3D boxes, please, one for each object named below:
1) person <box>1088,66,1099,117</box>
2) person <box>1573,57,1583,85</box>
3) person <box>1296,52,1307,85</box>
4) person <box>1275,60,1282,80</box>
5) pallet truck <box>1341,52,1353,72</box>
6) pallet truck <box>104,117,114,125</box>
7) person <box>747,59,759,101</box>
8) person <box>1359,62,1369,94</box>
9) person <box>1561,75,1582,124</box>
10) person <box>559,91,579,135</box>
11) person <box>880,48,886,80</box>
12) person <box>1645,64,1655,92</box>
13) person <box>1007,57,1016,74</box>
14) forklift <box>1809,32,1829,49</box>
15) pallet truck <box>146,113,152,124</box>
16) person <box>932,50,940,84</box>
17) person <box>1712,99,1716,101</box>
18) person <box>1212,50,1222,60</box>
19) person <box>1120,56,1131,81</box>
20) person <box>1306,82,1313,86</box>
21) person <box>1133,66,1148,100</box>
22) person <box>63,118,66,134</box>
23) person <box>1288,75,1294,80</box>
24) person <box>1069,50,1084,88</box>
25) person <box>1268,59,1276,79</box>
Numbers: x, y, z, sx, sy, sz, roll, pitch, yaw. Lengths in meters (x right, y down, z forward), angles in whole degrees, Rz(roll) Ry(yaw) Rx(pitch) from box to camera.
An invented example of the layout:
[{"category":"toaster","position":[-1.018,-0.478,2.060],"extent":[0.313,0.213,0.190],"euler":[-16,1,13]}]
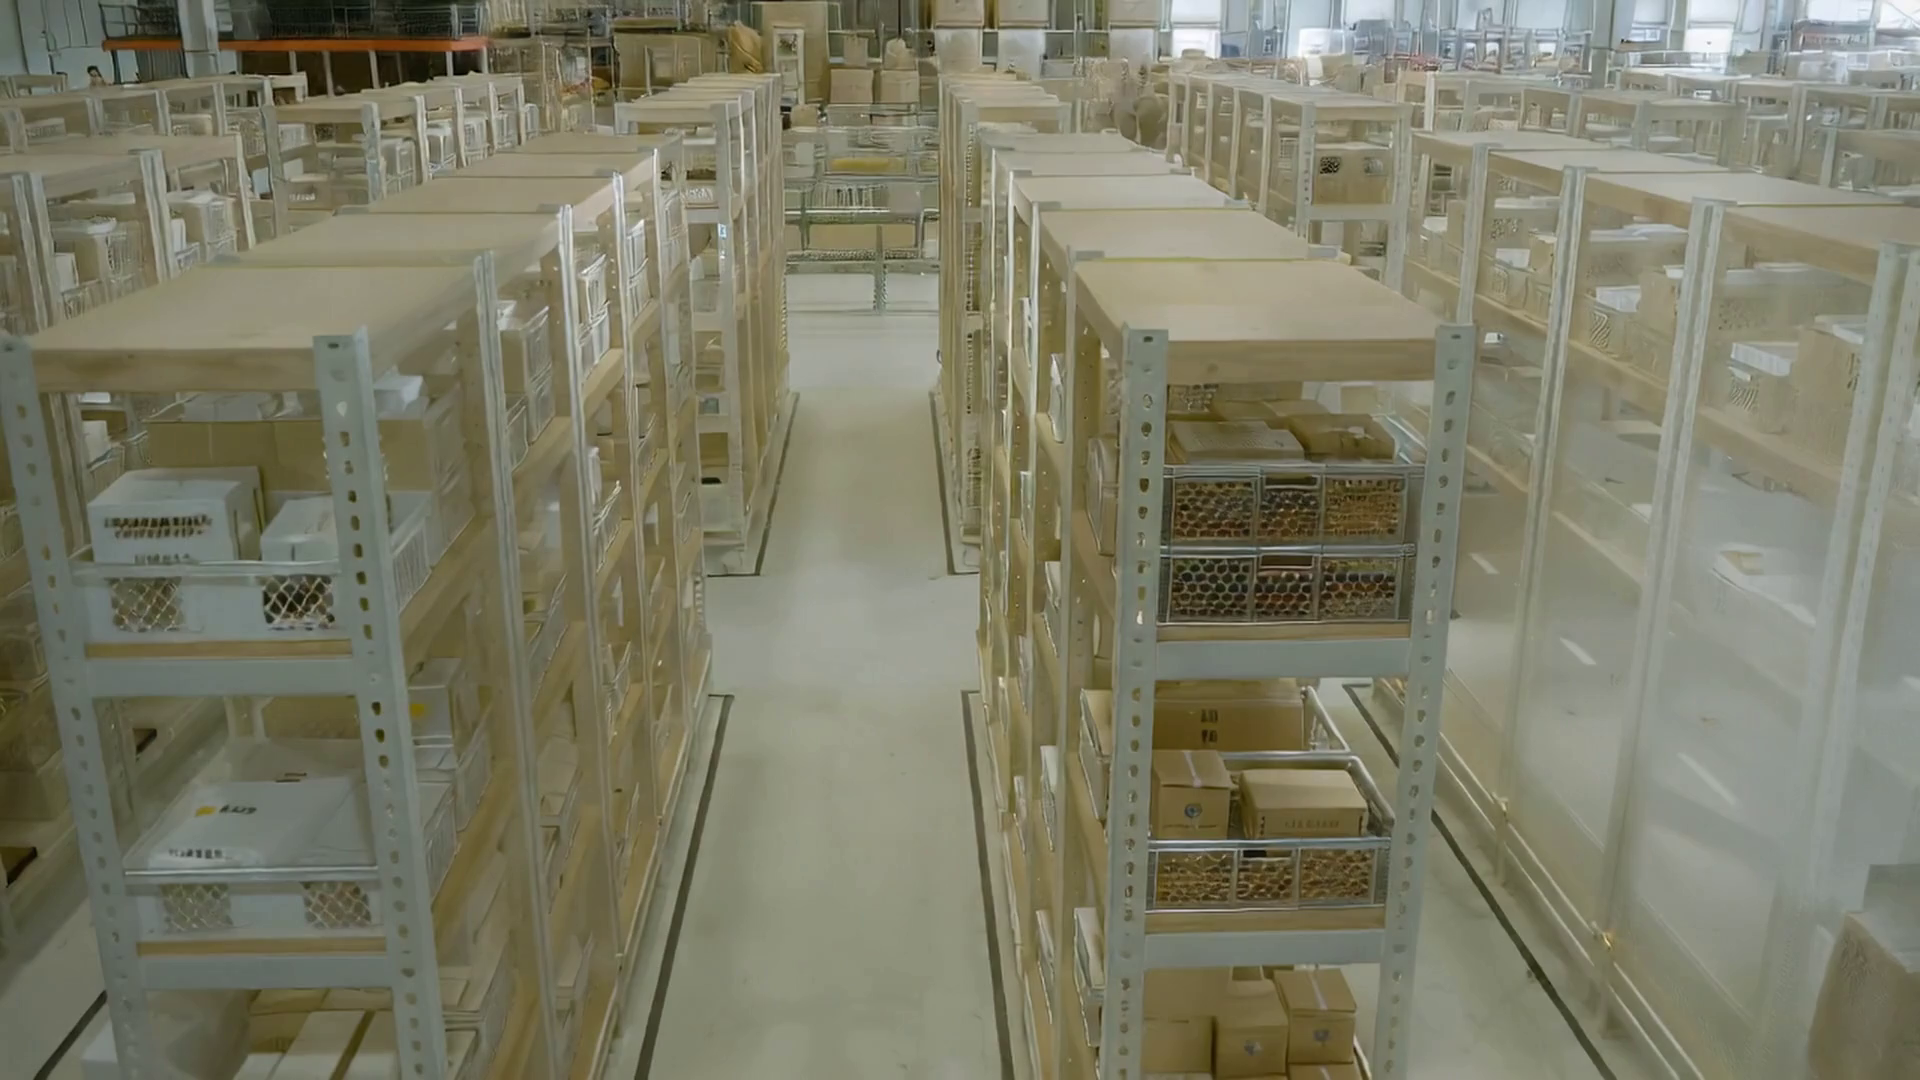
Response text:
[{"category":"person","position":[5.241,-17.545,65.062],"extent":[0.352,1.940,0.545],"euler":[-14,22,-36]},{"category":"person","position":[28.866,-21.584,77.660],"extent":[0.597,1.878,0.980],"euler":[-15,23,-39]},{"category":"person","position":[17.061,-23.382,83.126],"extent":[0.377,1.940,0.628],"euler":[-16,24,-40]},{"category":"person","position":[14.265,-20.578,74.627],"extent":[0.421,1.832,0.523],"euler":[8,20,23]},{"category":"pallet truck","position":[18.794,-23.123,82.231],"extent":[0.823,1.965,1.885],"euler":[-13,22,-35]},{"category":"pallet truck","position":[-18.367,-7.885,35.078],"extent":[1.885,1.965,0.823],"euler":[1,18,2]},{"category":"person","position":[-9.279,-20.644,74.742],"extent":[0.574,1.884,0.356],"euler":[2,18,6]},{"category":"person","position":[17.375,-19.579,71.521],"extent":[0.461,1.885,0.570],"euler":[-6,19,-19]},{"category":"person","position":[20.160,-14.304,54.873],"extent":[0.688,2.000,0.535],"euler":[10,20,28]},{"category":"person","position":[-10.535,-11.045,44.781],"extent":[0.615,2.044,0.371],"euler":[9,20,25]},{"category":"person","position":[-4.100,-26.995,94.314],"extent":[1.028,1.937,0.655],"euler":[4,18,11]},{"category":"person","position":[30.756,-20.427,74.094],"extent":[0.567,1.878,0.350],"euler":[-8,20,-24]},{"category":"person","position":[2.518,-23.012,82.315],"extent":[0.456,1.728,0.487],"euler":[14,22,36]},{"category":"forklift","position":[45.950,-25.863,89.297],"extent":[1.129,2.768,1.873],"euler":[-1,18,-2]},{"category":"pallet truck","position":[-18.087,-8.309,36.390],"extent":[1.885,1.965,0.823],"euler":[-1,18,-4]},{"category":"person","position":[-1.309,-26.035,91.518],"extent":[0.429,1.832,0.637],"euler":[-4,18,-11]},{"category":"person","position":[21.840,-12.006,48.443],"extent":[0.507,1.623,0.375],"euler":[2,18,5]},{"category":"person","position":[13.425,-24.634,87.015],"extent":[0.588,1.930,0.359],"euler":[-7,19,-20]},{"category":"person","position":[8.041,-22.655,81.089],"extent":[0.869,1.816,0.632],"euler":[16,24,41]},{"category":"person","position":[11.931,-14.855,57.135],"extent":[0.320,1.692,0.534],"euler":[7,19,20]},{"category":"person","position":[7.259,-18.138,67.038],"extent":[0.598,1.864,0.957],"euler":[-10,20,-27]},{"category":"person","position":[-22.984,-10.171,42.295],"extent":[0.654,1.906,0.407],"euler":[-9,20,-25]},{"category":"person","position":[11.955,-15.813,59.914],"extent":[0.973,1.819,0.520],"euler":[5,19,15]},{"category":"person","position":[6.187,-24.840,87.691],"extent":[0.947,1.913,0.592],"euler":[11,21,31]},{"category":"person","position":[15.097,-22.392,80.469],"extent":[0.541,1.691,0.322],"euler":[-15,23,-39]}]
